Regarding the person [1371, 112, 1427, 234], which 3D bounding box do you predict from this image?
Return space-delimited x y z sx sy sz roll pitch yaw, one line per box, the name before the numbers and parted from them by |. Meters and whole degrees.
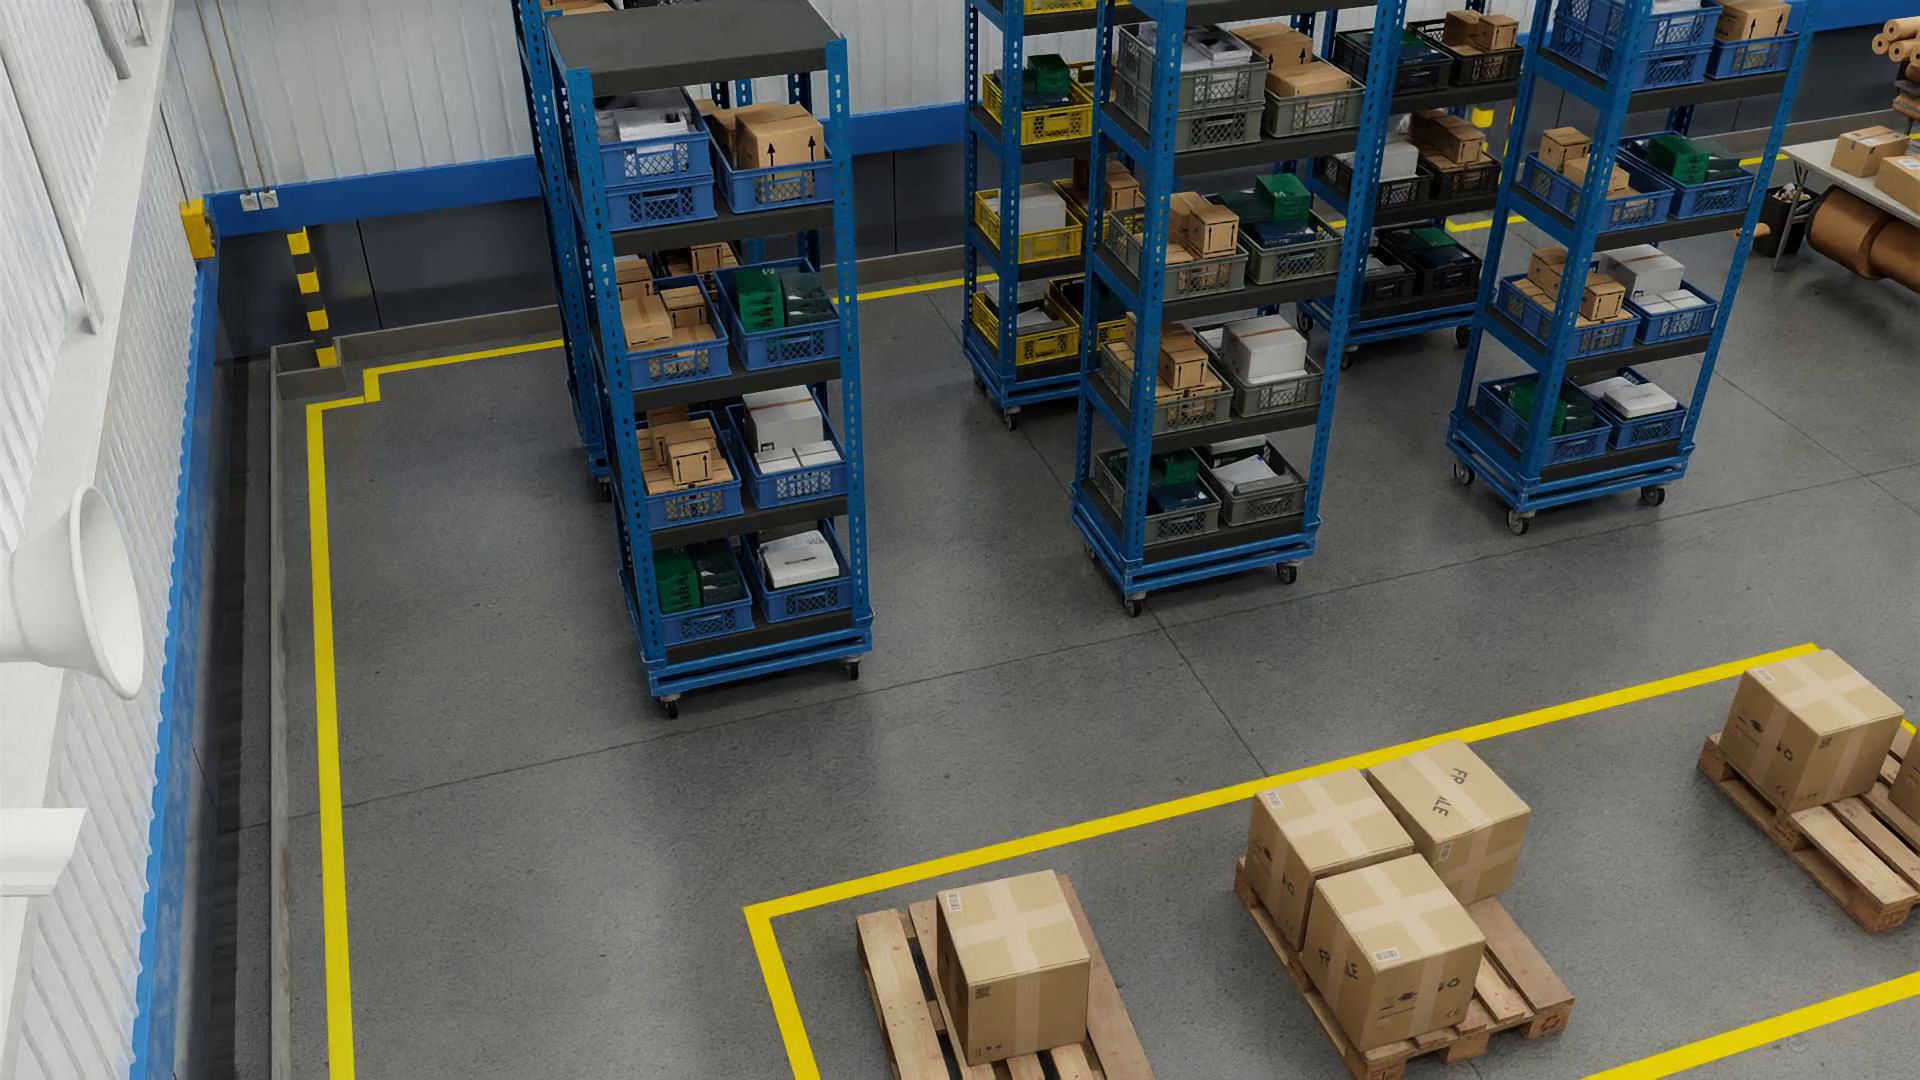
person | 3.313 -2.674 12.460 0.778 1.846 0.627 20 40 26
